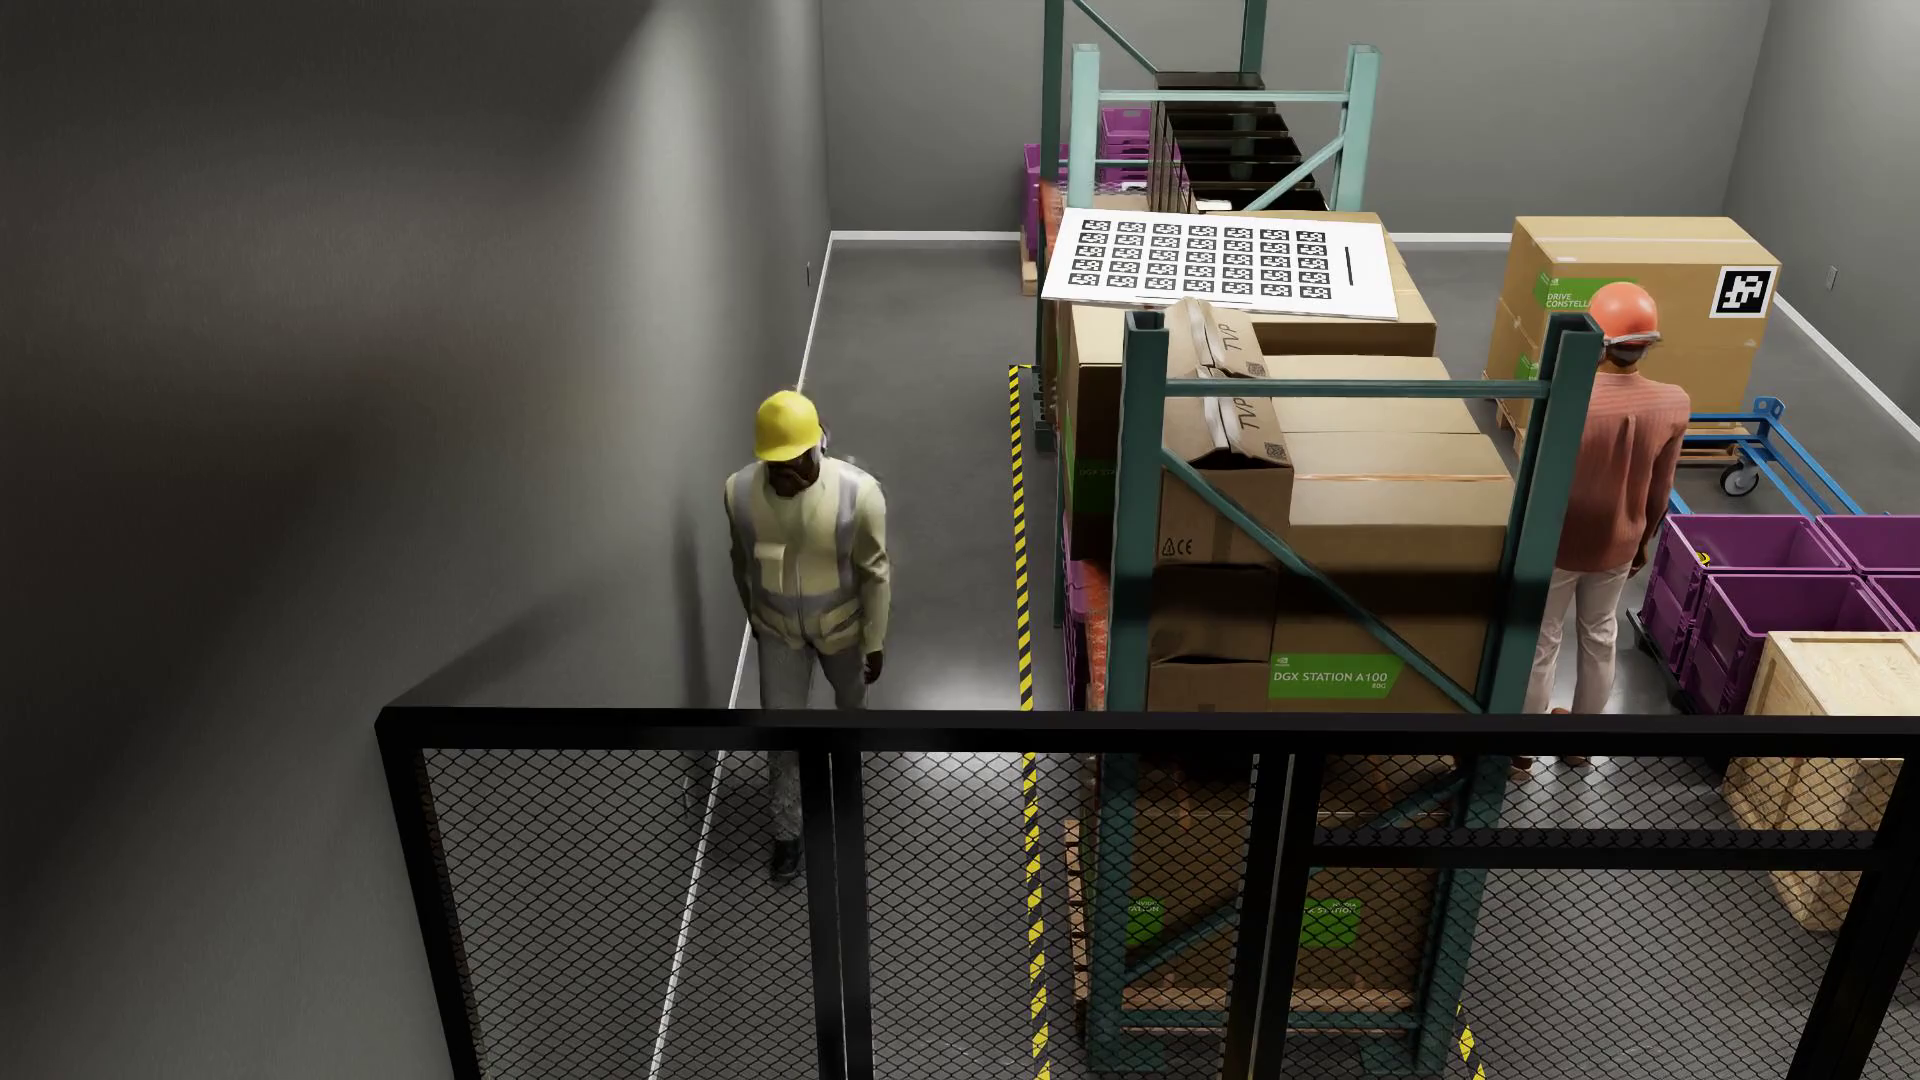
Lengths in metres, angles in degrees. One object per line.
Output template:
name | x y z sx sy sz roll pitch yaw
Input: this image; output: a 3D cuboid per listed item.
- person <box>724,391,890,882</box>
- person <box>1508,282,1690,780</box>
person | -0.527 0.233 5.983 0.582 1.784 0.961 2 31 3
person | 2.294 -0.006 6.172 0.622 1.990 0.399 -7 32 -12
